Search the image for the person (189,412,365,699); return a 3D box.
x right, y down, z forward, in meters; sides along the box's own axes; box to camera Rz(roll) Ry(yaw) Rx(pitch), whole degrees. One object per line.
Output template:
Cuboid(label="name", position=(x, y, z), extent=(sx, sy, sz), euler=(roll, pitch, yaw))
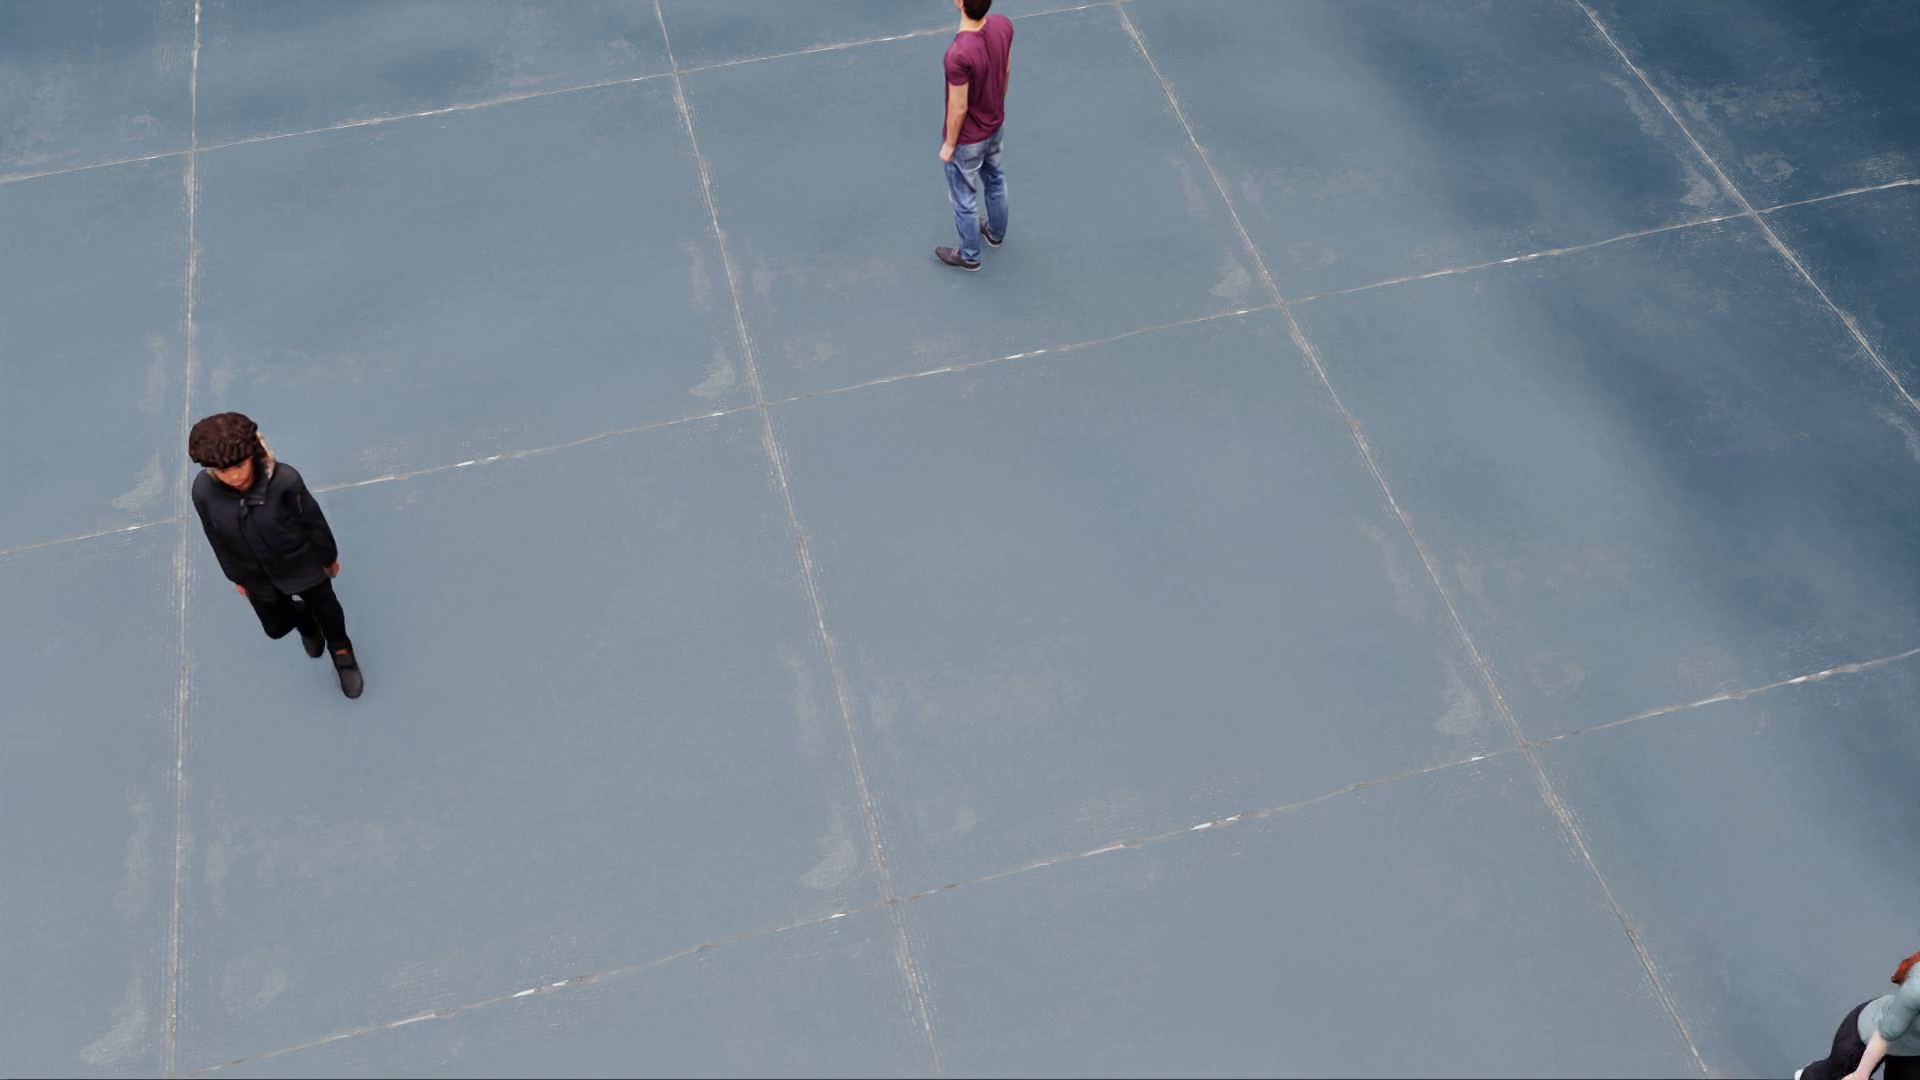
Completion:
Cuboid(label="person", position=(-2.981, 0.025, 7.262), extent=(0.648, 1.765, 0.740), euler=(-14, 54, -11))

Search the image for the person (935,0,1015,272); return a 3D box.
Cuboid(label="person", position=(0.085, -2.248, 8.966), extent=(0.759, 1.855, 0.741), euler=(34, 59, 23))
